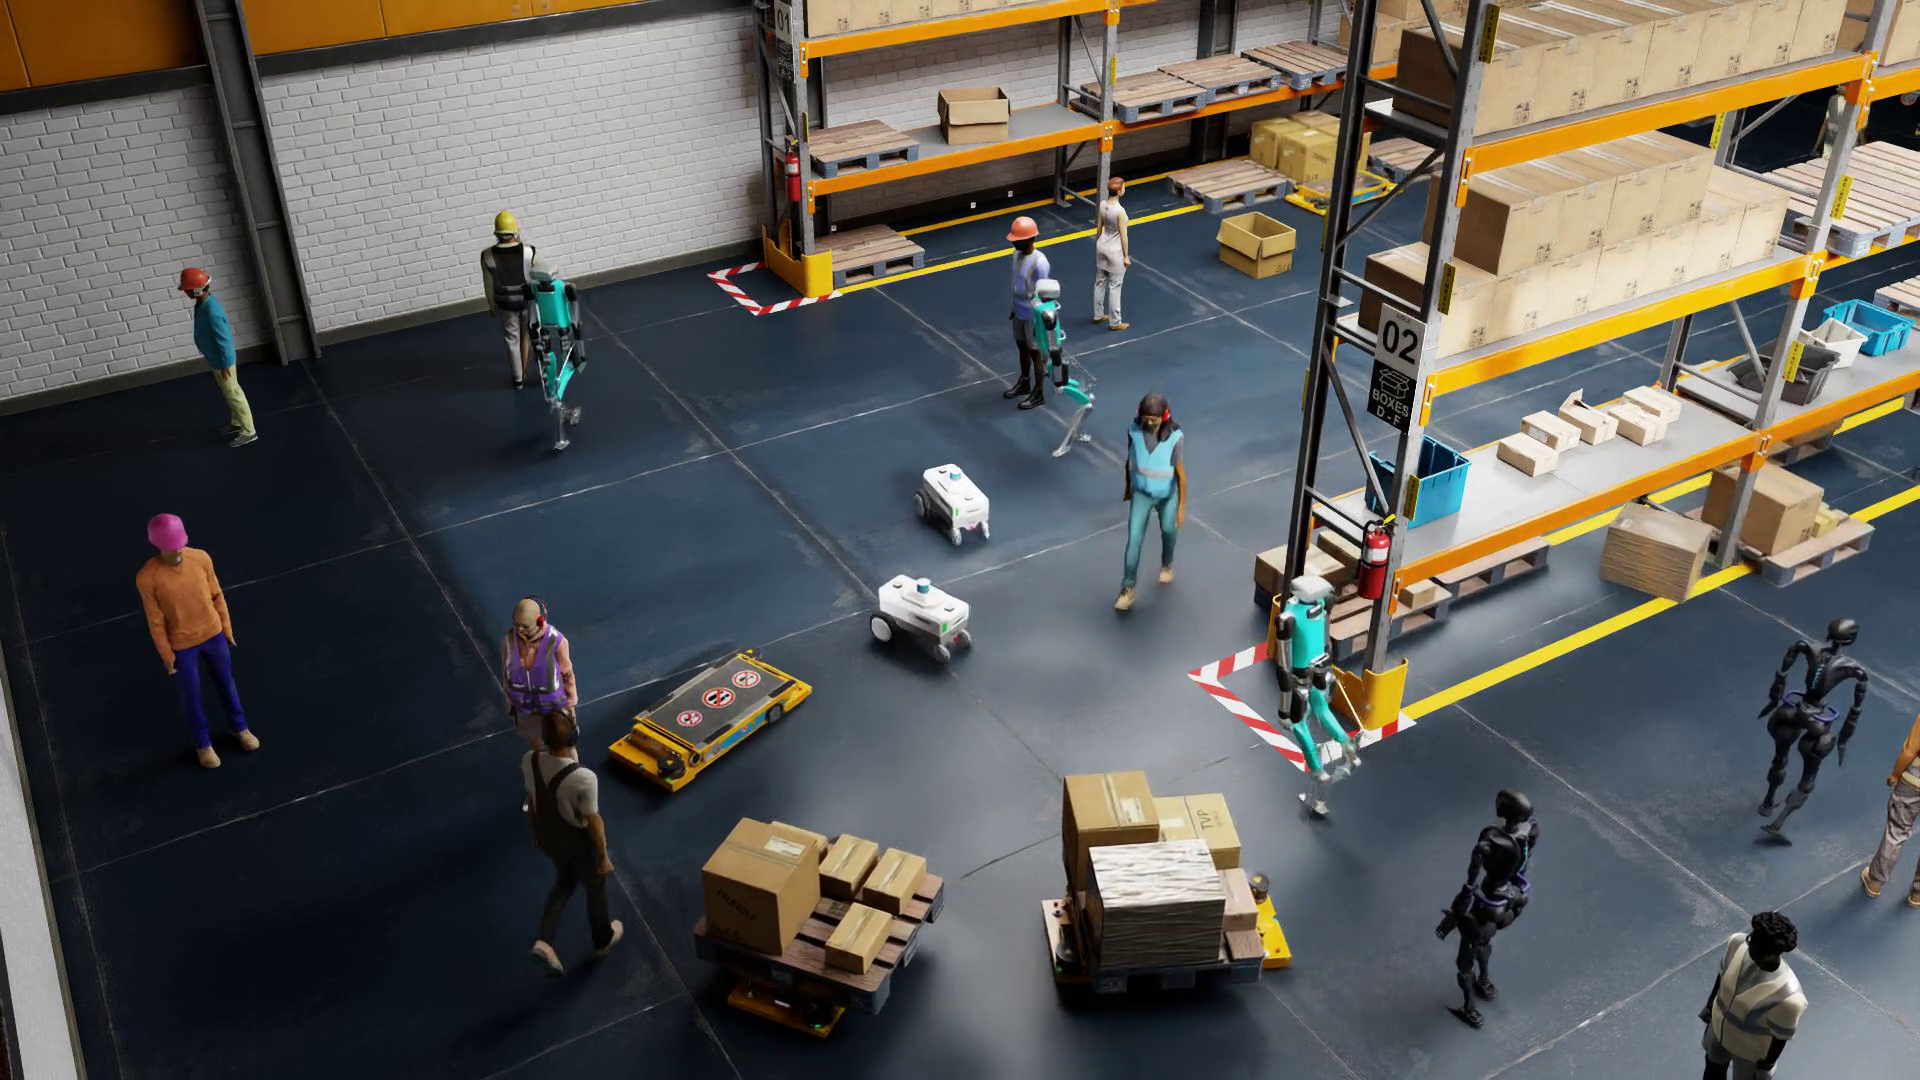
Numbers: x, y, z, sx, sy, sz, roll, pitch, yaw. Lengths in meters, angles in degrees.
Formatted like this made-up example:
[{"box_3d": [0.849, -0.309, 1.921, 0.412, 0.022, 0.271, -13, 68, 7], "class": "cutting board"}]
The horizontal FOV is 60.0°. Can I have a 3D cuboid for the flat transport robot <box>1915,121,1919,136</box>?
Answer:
[{"box_3d": [14.128, -5.671, 23.128, 1.431, 0.231, 0.659, 18, 36, 27], "class": "flat transport robot"}]

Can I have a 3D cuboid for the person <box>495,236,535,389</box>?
[{"box_3d": [-4.437, -2.423, 16.662, 0.492, 1.629, 0.808, 12, 34, 18], "class": "person"}]

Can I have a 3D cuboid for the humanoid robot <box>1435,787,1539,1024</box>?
[{"box_3d": [2.976, 2.053, 9.486, 0.583, 1.655, 0.422, -20, 37, -29], "class": "humanoid robot"}]

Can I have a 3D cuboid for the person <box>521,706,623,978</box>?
[{"box_3d": [-2.327, 1.820, 9.728, 0.573, 1.814, 0.614, 12, 34, 19], "class": "person"}]

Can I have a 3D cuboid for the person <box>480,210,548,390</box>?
[{"box_3d": [-4.355, -2.358, 16.371, 0.588, 1.834, 0.403, -7, 33, -10], "class": "person"}]

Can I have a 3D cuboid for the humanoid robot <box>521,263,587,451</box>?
[{"box_3d": [-3.769, -1.616, 15.319, 0.562, 1.765, 1.024, 5, 32, 8], "class": "humanoid robot"}]

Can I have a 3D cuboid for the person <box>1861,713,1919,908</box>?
[{"box_3d": [6.005, 1.503, 10.272, 0.469, 1.770, 0.332, 15, 35, 22], "class": "person"}]

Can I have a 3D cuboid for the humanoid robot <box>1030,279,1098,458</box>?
[{"box_3d": [1.054, -1.570, 15.210, 0.867, 1.777, 0.585, -5, 32, -8], "class": "humanoid robot"}]

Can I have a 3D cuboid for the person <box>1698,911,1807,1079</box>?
[{"box_3d": [4.062, 2.573, 8.643, 0.320, 1.693, 0.534, -9, 33, -14], "class": "person"}]

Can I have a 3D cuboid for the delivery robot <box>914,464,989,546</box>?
[{"box_3d": [-0.043, -0.349, 14.371, 0.499, 0.593, 0.789, -14, 35, -21], "class": "delivery robot"}]

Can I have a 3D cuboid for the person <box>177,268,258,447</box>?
[{"box_3d": [-6.892, -1.707, 15.410, 0.338, 1.747, 0.568, -19, 37, -28], "class": "person"}]

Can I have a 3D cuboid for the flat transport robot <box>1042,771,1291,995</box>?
[{"box_3d": [1.263, 2.392, 10.269, 1.431, 0.231, 0.659, -3, 32, -5], "class": "flat transport robot"}]

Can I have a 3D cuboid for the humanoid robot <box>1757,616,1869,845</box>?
[{"box_3d": [5.465, 1.214, 10.839, 0.544, 1.644, 0.591, -24, 39, -33], "class": "humanoid robot"}]

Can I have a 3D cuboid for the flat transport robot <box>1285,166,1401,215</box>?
[{"box_3d": [4.887, -4.448, 21.178, 1.431, 0.231, 0.659, -20, 37, -29], "class": "flat transport robot"}]

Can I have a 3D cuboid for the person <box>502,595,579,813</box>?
[{"box_3d": [-2.759, 1.089, 11.008, 0.484, 1.690, 0.347, 3, 32, 5], "class": "person"}]

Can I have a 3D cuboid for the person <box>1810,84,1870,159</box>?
[{"box_3d": [10.762, -4.769, 20.244, 0.456, 1.805, 0.681, -12, 34, -18], "class": "person"}]

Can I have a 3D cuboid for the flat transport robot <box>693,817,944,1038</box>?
[{"box_3d": [-0.798, 2.409, 10.242, 0.659, 0.231, 1.431, 13, 34, 20], "class": "flat transport robot"}]

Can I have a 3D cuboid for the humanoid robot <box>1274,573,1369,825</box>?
[{"box_3d": [2.410, 1.145, 10.946, 0.551, 1.843, 0.789, -27, 41, -36], "class": "humanoid robot"}]

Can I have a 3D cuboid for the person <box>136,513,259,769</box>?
[{"box_3d": [-5.251, 0.668, 11.414, 0.406, 1.978, 0.520, 28, 42, 37], "class": "person"}]

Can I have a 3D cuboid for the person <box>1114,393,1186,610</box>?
[{"box_3d": [1.542, -0.338, 13.161, 0.558, 1.820, 0.924, 12, 34, 18], "class": "person"}]

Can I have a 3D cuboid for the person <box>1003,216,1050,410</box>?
[{"box_3d": [0.627, -2.196, 16.030, 0.386, 1.929, 0.542, -17, 36, -25], "class": "person"}]

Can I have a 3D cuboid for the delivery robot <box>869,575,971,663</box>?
[{"box_3d": [-0.298, 0.573, 12.917, 0.814, 0.612, 0.499, 23, 39, 32], "class": "delivery robot"}]

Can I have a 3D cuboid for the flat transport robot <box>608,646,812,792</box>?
[{"box_3d": [-1.794, 1.270, 12.058, 0.659, 0.231, 1.431, 22, 38, 31], "class": "flat transport robot"}]

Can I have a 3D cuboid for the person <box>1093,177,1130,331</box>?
[{"box_3d": [1.618, -3.035, 17.612, 0.285, 1.661, 0.442, -23, 39, -32], "class": "person"}]
